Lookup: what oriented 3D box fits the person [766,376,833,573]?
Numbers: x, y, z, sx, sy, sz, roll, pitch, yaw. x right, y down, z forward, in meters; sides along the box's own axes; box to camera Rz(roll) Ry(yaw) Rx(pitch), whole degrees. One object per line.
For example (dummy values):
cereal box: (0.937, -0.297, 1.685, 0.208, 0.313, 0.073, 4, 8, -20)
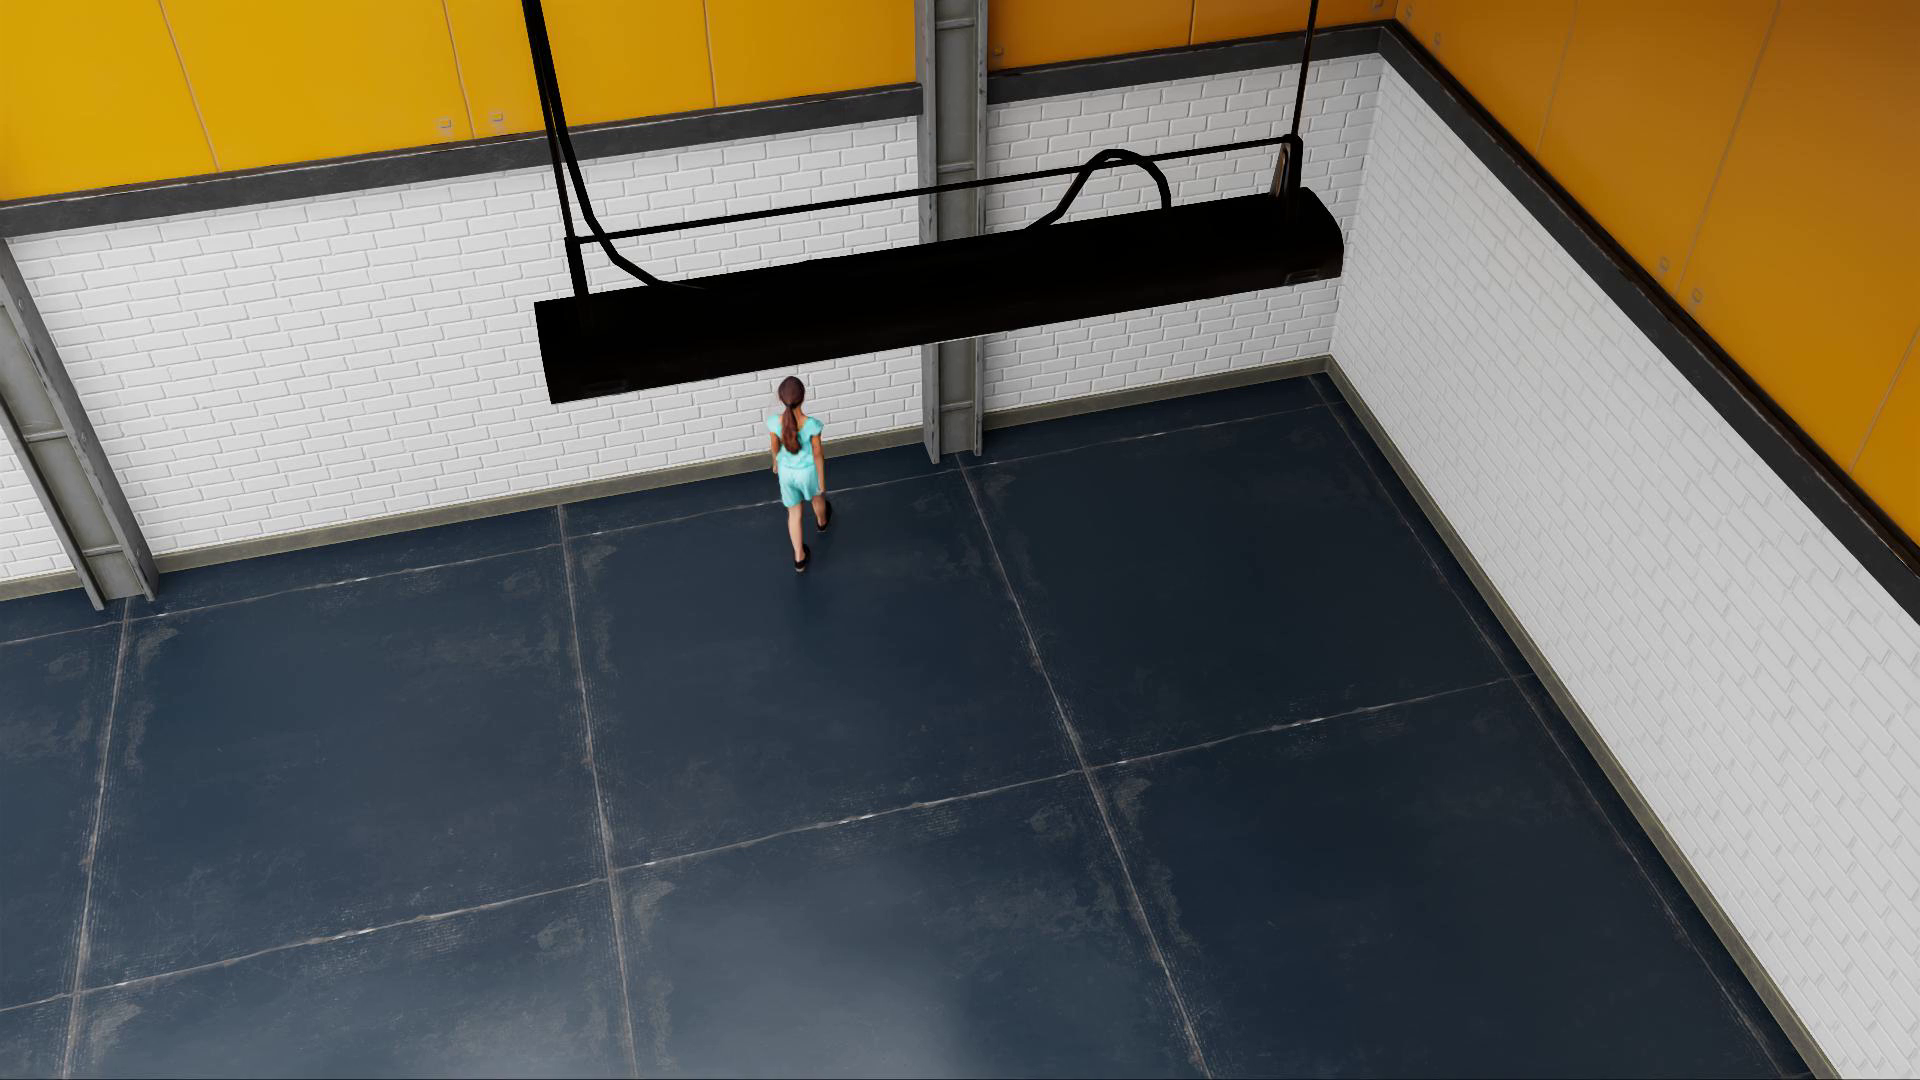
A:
person: (-1.118, -0.429, 11.398, 0.919, 1.536, 0.837, 6, 44, 6)
